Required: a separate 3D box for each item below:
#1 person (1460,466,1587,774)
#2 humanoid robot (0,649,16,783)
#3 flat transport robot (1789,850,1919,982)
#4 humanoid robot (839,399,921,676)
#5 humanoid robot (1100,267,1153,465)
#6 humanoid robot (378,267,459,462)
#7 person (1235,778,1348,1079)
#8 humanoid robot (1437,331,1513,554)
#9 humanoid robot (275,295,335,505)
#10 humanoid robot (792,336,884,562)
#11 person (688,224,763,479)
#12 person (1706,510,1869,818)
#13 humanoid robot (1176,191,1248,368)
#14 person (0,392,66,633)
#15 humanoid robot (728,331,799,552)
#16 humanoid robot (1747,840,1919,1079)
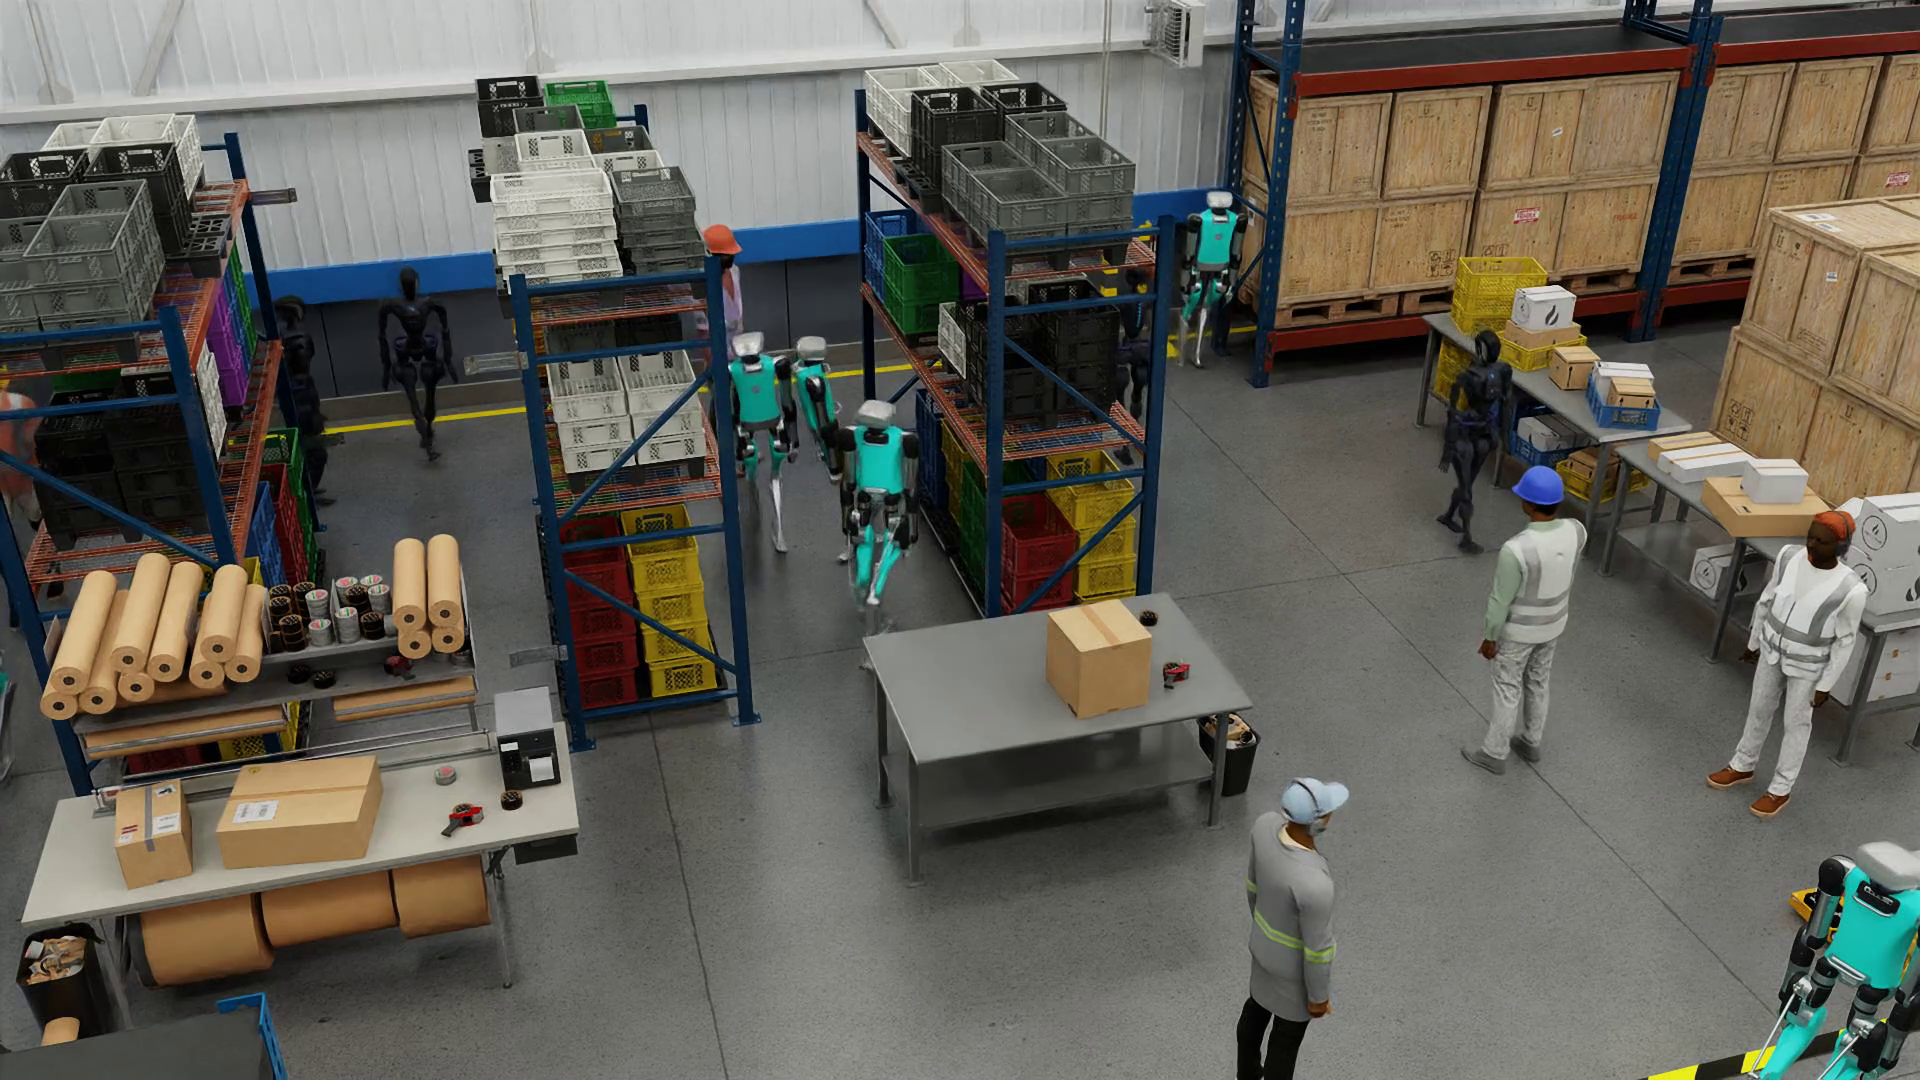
[{"bbox_3d":[3.249,0.467,9.582,0.607,1.940,0.416,-14,32,-24],"label":"person"},{"bbox_3d":[-5.651,0.733,9.316,0.542,1.775,0.911,-3,29,-6],"label":"humanoid robot"},{"bbox_3d":[5.163,1.916,8.676,1.431,0.231,0.659,-8,30,-14],"label":"flat transport robot"},{"bbox_3d":[-0.586,0.067,10.559,0.530,1.778,1.001,7,30,12],"label":"humanoid robot"},{"bbox_3d":[1.336,-1.452,13.352,0.593,1.643,0.550,-7,30,-12],"label":"humanoid robot"},{"bbox_3d":[-4.340,-1.420,13.315,0.589,1.626,0.704,-11,31,-19],"label":"humanoid robot"},{"bbox_3d":[1.445,1.798,7.247,0.371,1.852,0.588,-10,30,-17],"label":"person"},{"bbox_3d":[3.771,-0.720,12.027,0.604,1.638,0.676,-13,31,-22],"label":"humanoid robot"},{"bbox_3d":[-5.002,-1.057,12.625,0.340,1.657,0.613,-20,34,-31],"label":"humanoid robot"},{"bbox_3d":[-0.741,-0.622,11.796,0.849,1.797,0.594,-7,30,-12],"label":"humanoid robot"},{"bbox_3d":[-1.834,-1.483,13.021,0.379,2.041,0.611,12,31,20],"label":"person"},{"bbox_3d":[4.628,0.674,9.258,0.356,1.884,0.573,-13,31,-23],"label":"person"},{"bbox_3d":[2.187,-2.289,14.889,0.548,1.851,0.791,-3,29,-5],"label":"humanoid robot"},{"bbox_3d":[-6.331,-0.345,11.069,0.617,1.922,0.858,-12,31,-20],"label":"person"},{"bbox_3d":[-1.453,-0.726,12.056,0.564,1.875,0.826,-5,29,-8],"label":"humanoid robot"},{"bbox_3d":[3.503,2.022,6.823,0.735,1.672,0.533,-17,33,-28],"label":"humanoid robot"}]
